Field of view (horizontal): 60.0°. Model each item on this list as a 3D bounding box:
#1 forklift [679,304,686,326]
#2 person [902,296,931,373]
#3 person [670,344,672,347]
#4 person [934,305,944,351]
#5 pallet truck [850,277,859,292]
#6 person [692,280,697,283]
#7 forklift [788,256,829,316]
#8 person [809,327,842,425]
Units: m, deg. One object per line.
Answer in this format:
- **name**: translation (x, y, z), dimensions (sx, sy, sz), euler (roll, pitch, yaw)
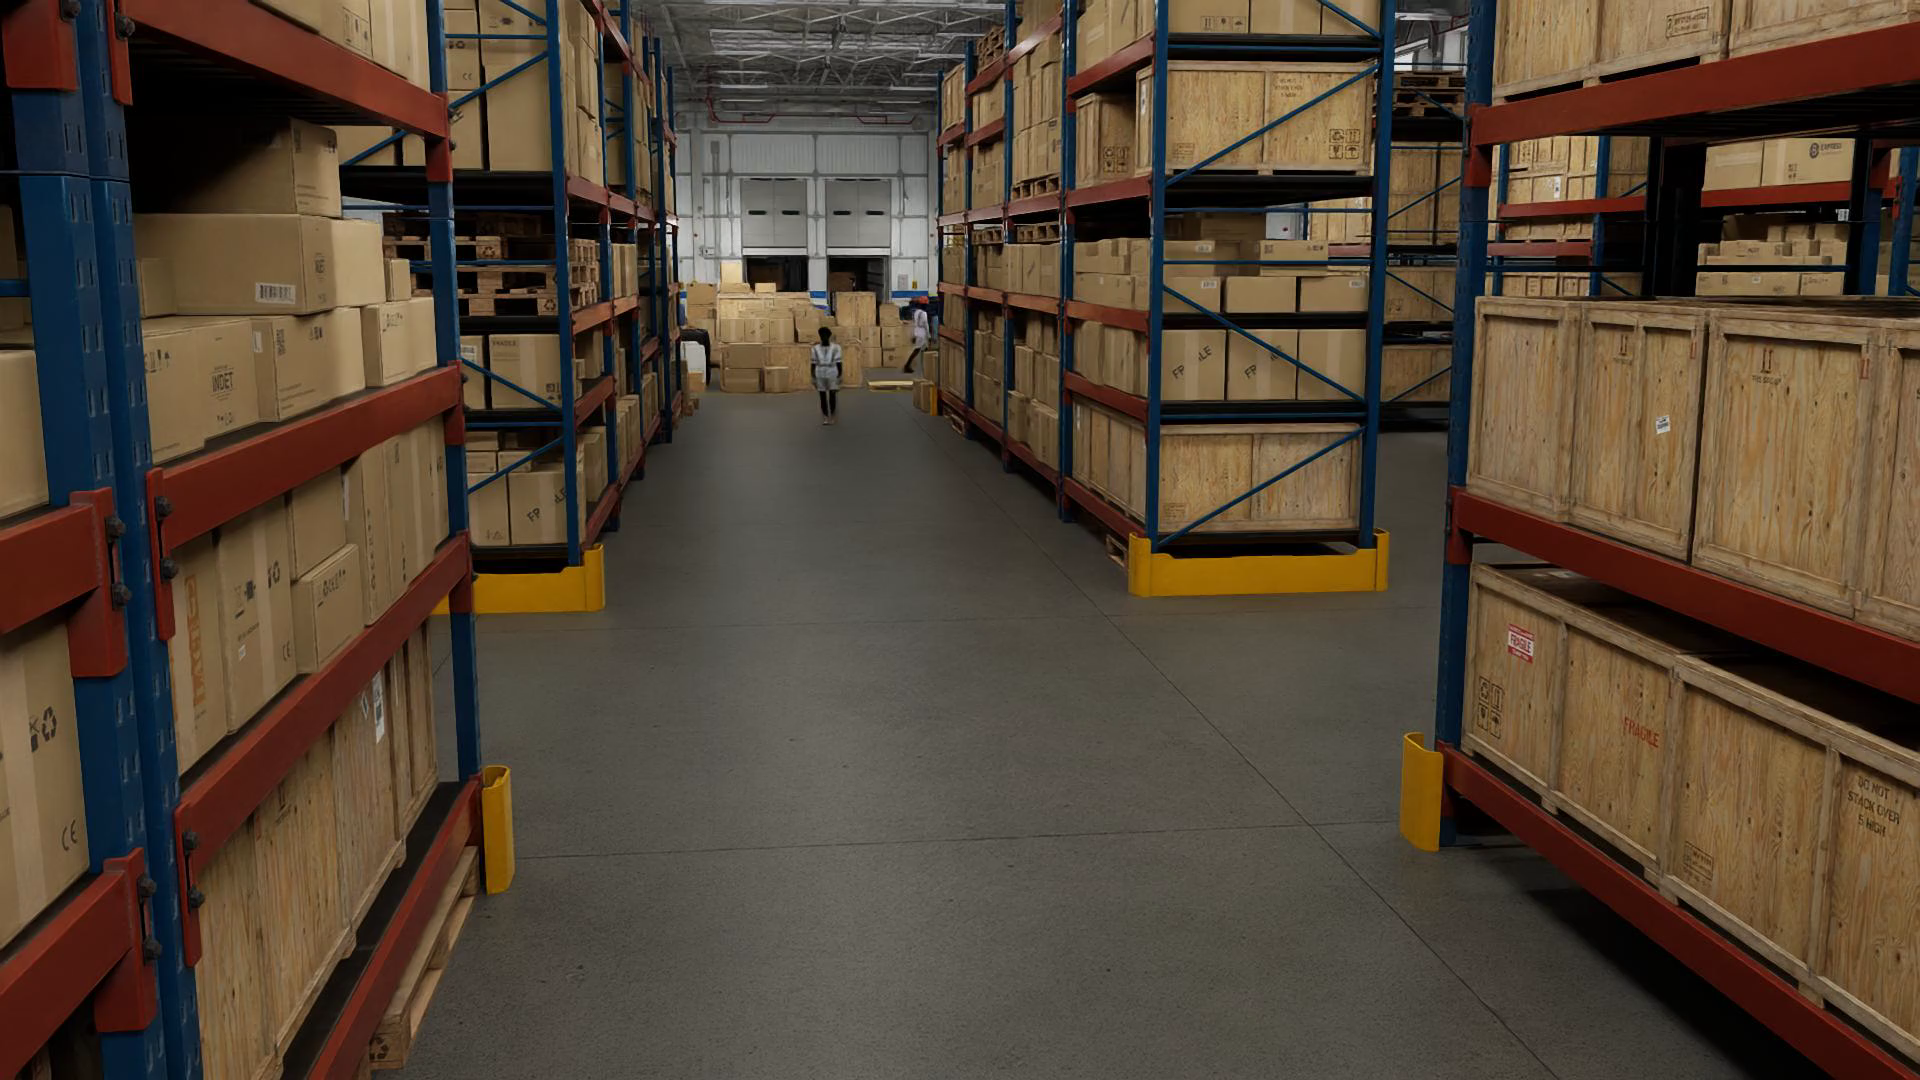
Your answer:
- **forklift**: translation (-10.933, -8.849, 60.085), dimensions (1.873, 2.768, 1.129), euler (0, 10, 0)
- **person**: translation (-0.971, -5.015, 40.676), dimensions (1.029, 1.890, 0.561), euler (-4, 10, -20)
- **person**: translation (-5.860, -3.507, 32.686), dimensions (0.808, 1.606, 0.523), euler (8, 13, 41)
- **person**: translation (-0.518, -5.046, 41.483), dimensions (0.830, 1.665, 0.529), euler (-4, 11, -24)
- **pallet truck**: translation (-3.782, -9.391, 65.808), dimensions (1.885, 1.965, 0.823), euler (2, 10, 10)
- **person**: translation (-10.005, -8.853, 62.880), dimensions (0.594, 1.924, 0.381), euler (-1, 10, -6)
- **forklift**: translation (-5.680, -8.637, 58.848), dimensions (1.873, 2.768, 1.129), euler (4, 11, 24)
- **person**: translation (-2.277, -2.762, 28.110), dimensions (0.553, 1.672, 0.563), euler (1, 10, 5)
